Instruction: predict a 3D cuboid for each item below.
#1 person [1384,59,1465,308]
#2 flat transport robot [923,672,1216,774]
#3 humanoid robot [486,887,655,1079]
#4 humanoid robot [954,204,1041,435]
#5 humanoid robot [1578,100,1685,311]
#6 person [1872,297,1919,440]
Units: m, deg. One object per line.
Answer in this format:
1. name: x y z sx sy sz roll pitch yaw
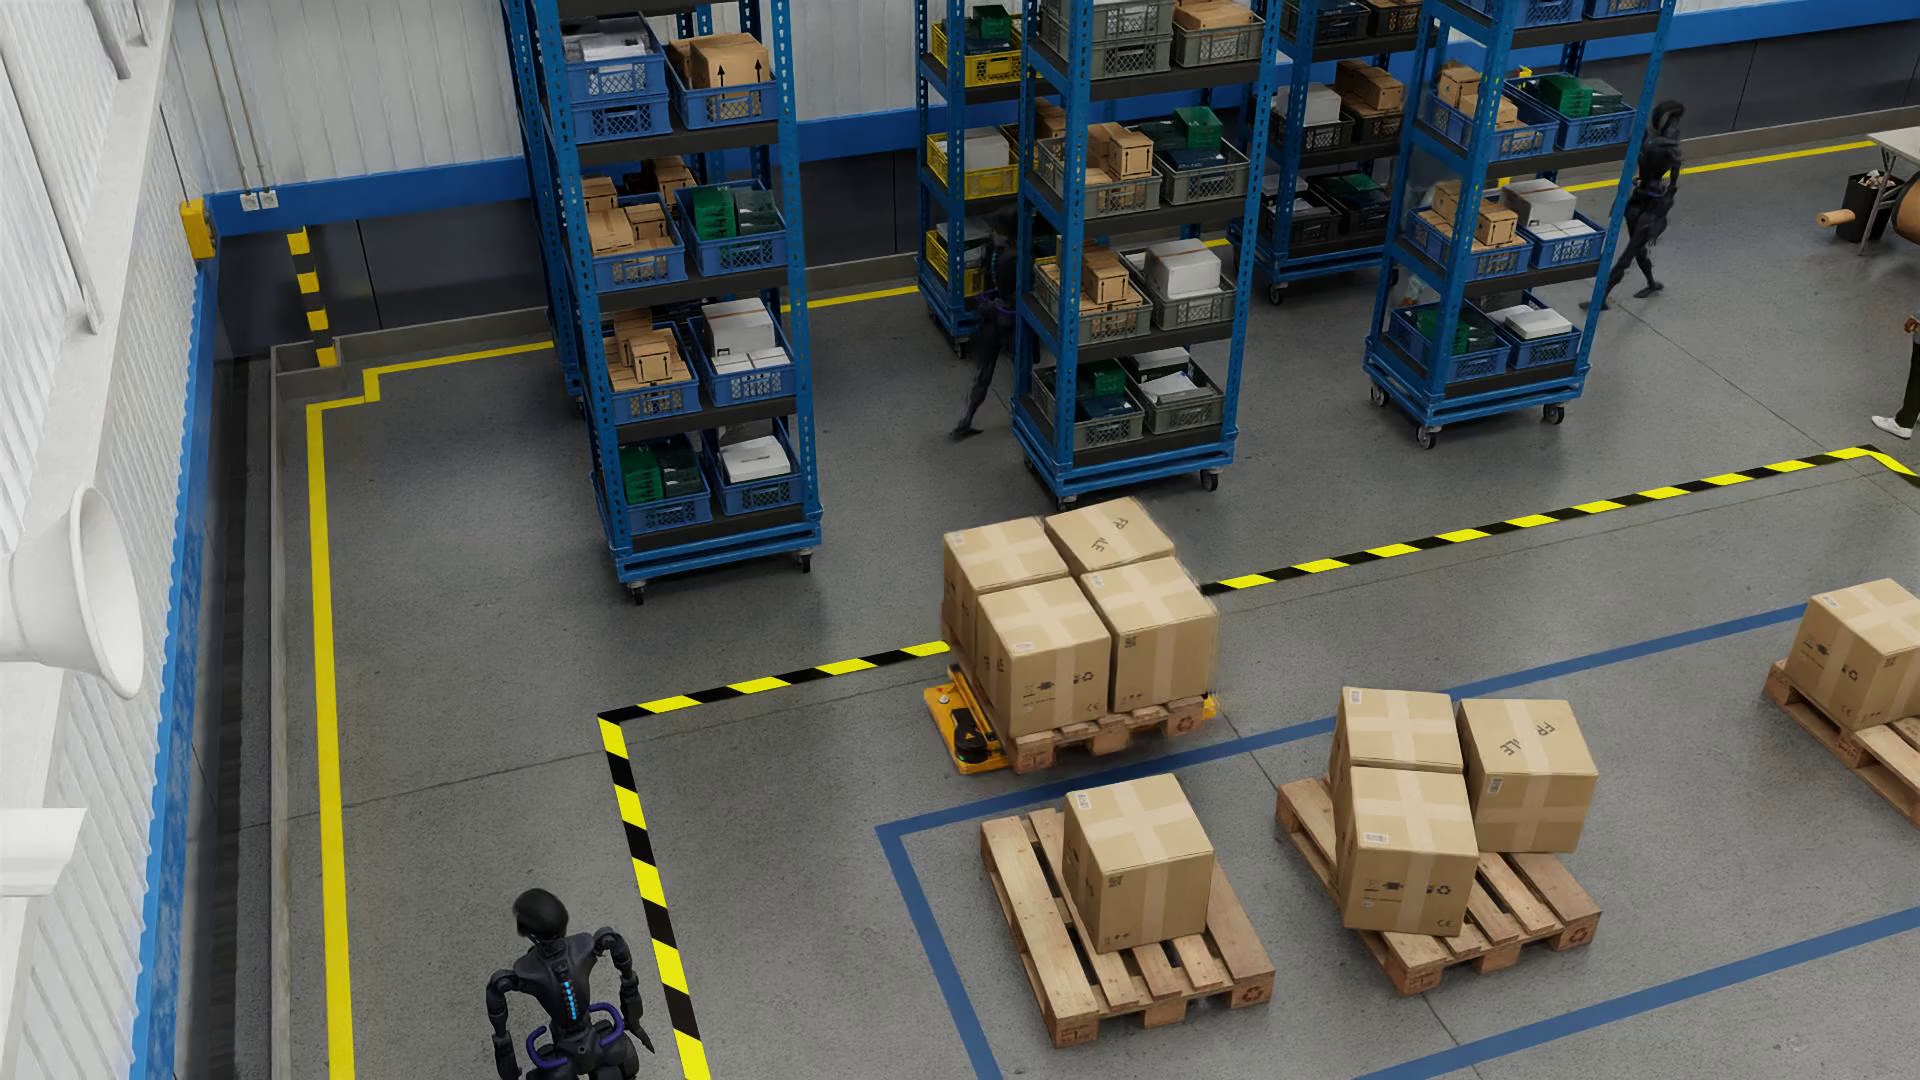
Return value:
1. person: 3.549 -2.699 12.463 0.621 1.907 0.882 22 41 28
2. flat transport robot: 0.579 0.821 8.867 1.431 0.197 0.652 -11 37 -15
3. humanoid robot: -1.420 1.903 6.123 0.599 1.656 0.315 -18 39 -24
4. humanoid robot: 0.289 -1.435 10.926 0.781 1.644 0.586 -24 42 -30
5. humanoid robot: 5.110 -2.501 12.418 0.798 1.626 0.592 -9 36 -12
6. person: 6.442 -1.526 10.846 0.597 1.849 0.388 -10 36 -14
